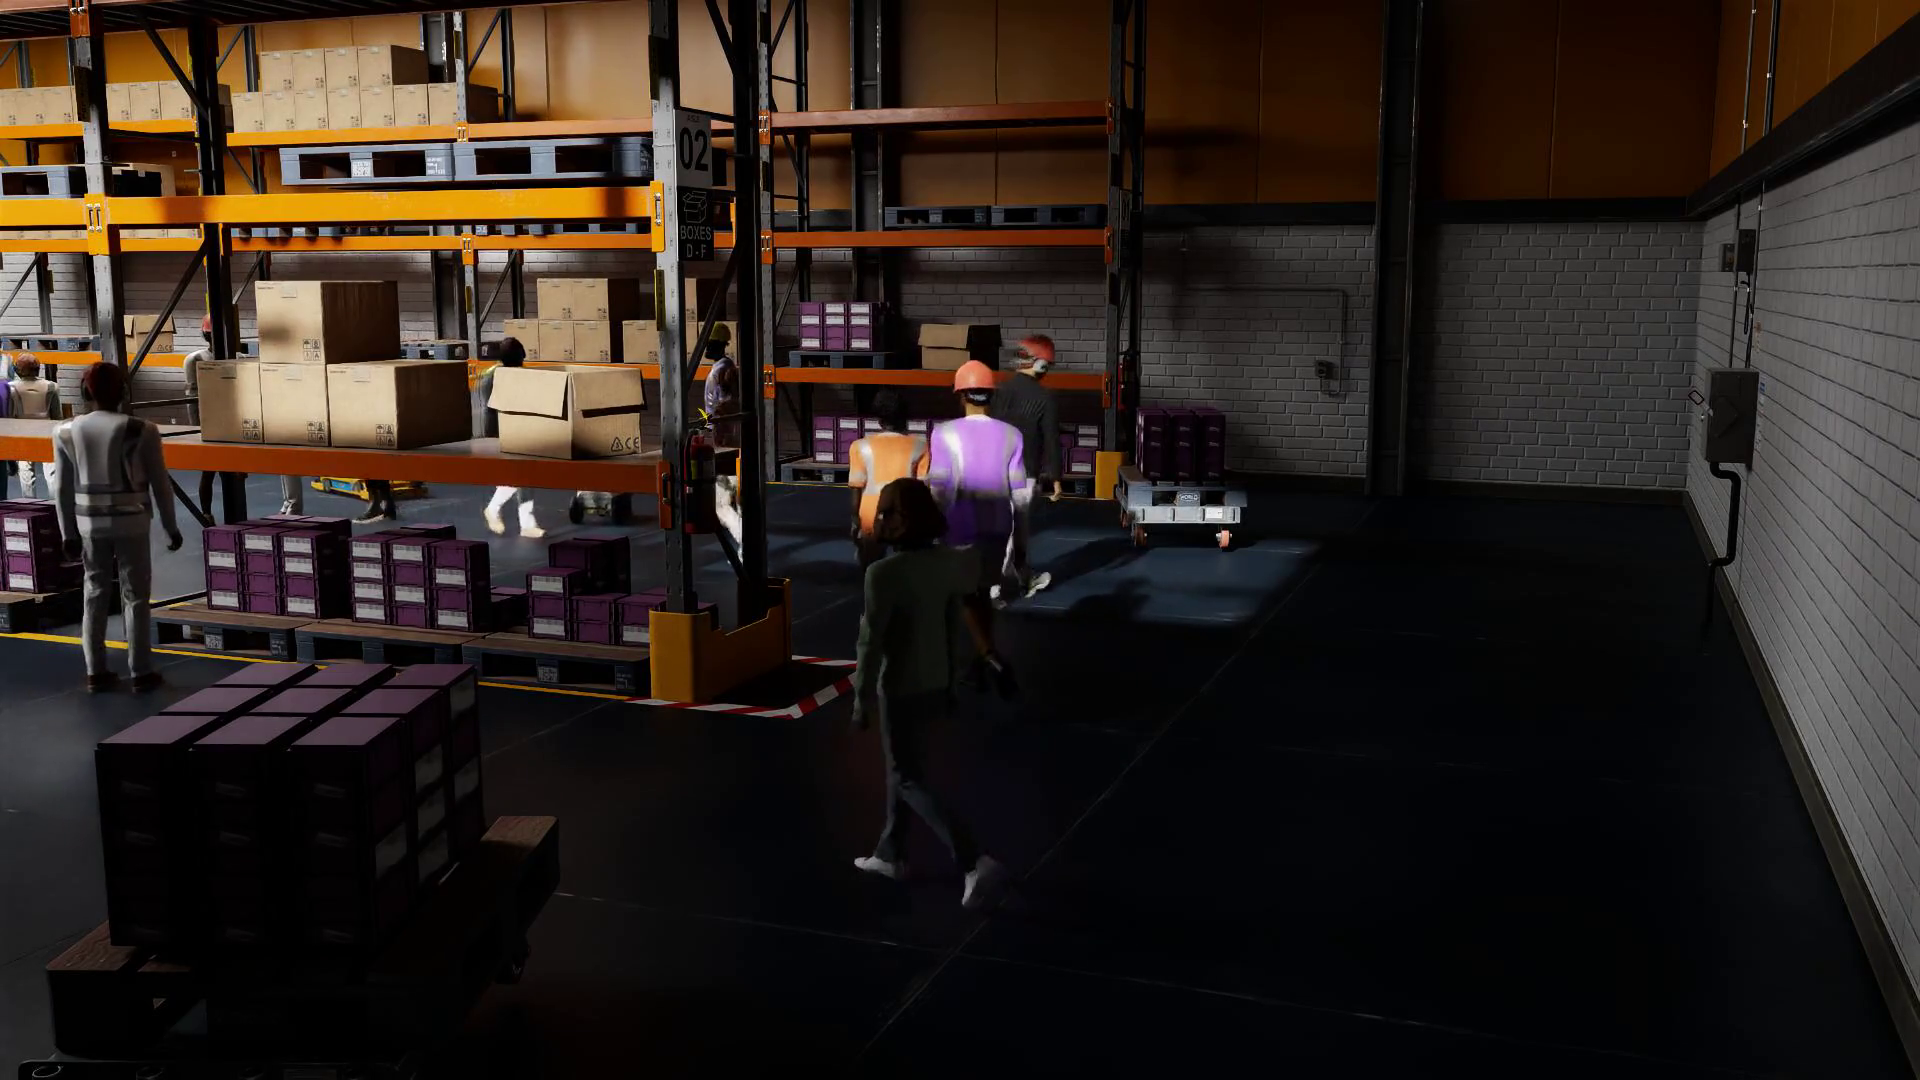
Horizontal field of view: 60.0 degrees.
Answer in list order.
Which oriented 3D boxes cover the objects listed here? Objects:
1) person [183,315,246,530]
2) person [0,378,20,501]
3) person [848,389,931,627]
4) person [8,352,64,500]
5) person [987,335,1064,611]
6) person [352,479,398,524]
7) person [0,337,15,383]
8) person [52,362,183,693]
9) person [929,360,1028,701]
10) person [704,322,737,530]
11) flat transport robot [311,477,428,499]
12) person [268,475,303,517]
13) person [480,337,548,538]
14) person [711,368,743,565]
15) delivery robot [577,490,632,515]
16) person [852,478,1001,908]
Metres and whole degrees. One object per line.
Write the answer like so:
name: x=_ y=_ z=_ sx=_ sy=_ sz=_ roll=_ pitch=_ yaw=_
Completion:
person: x=-6.616 y=-1.028 z=14.942 sx=0.407 sy=2.032 sz=0.609 roll=6 pitch=11 yaw=31
person: x=-7.796 y=-0.660 z=13.247 sx=0.382 sy=1.840 sz=0.581 roll=3 pitch=10 yaw=20
person: x=-0.436 y=-0.126 z=10.455 sx=0.544 sy=1.642 sz=0.880 roll=-1 pitch=9 yaw=-7
person: x=-8.646 y=-0.928 z=15.539 sx=0.522 sy=1.638 sz=0.309 roll=-9 pitch=12 yaw=-43
person: x=0.471 y=-0.481 z=11.807 sx=0.631 sy=1.932 sz=0.973 roll=8 pitch=12 yaw=41
person: x=-5.621 y=-1.103 z=15.711 sx=0.688 sy=1.933 sz=0.688 roll=8 pitch=12 yaw=43
person: x=-12.376 y=-1.840 z=21.398 sx=0.848 sy=1.592 sz=0.537 roll=7 pitch=11 yaw=37
person: x=-4.741 y=-0.062 z=9.353 sx=0.597 sy=1.883 sz=0.390 roll=-1 pitch=9 yaw=-4
person: x=0.140 y=-0.036 z=9.162 sx=0.561 sy=1.896 sz=0.825 roll=-3 pitch=10 yaw=-19
person: x=-2.219 y=-1.043 z=15.406 sx=0.399 sy=1.934 sz=0.602 roll=-2 pitch=9 yaw=-11
flat transport robot: x=-6.378 y=-0.627 z=17.932 sx=0.652 sy=0.197 sz=1.431 roll=-9 pitch=13 yaw=-44
person: x=-6.373 y=-1.064 z=15.628 sx=0.355 sy=1.884 sz=0.573 roll=-5 pitch=10 yaw=-27
person: x=-3.986 y=-0.908 z=14.856 sx=0.494 sy=1.819 sz=0.649 roll=5 pitch=10 yaw=27
person: x=-1.765 y=-0.569 z=13.338 sx=0.425 sy=1.624 sz=0.539 roll=7 pitch=12 yaw=38
delivery robot: x=-3.404 y=-0.497 z=15.939 sx=0.477 sy=0.478 sz=0.707 roll=1 pitch=9 yaw=6
person: x=-0.143 y=0.571 z=6.256 sx=0.751 sy=1.610 sz=0.508 roll=7 pitch=11 yaw=38
